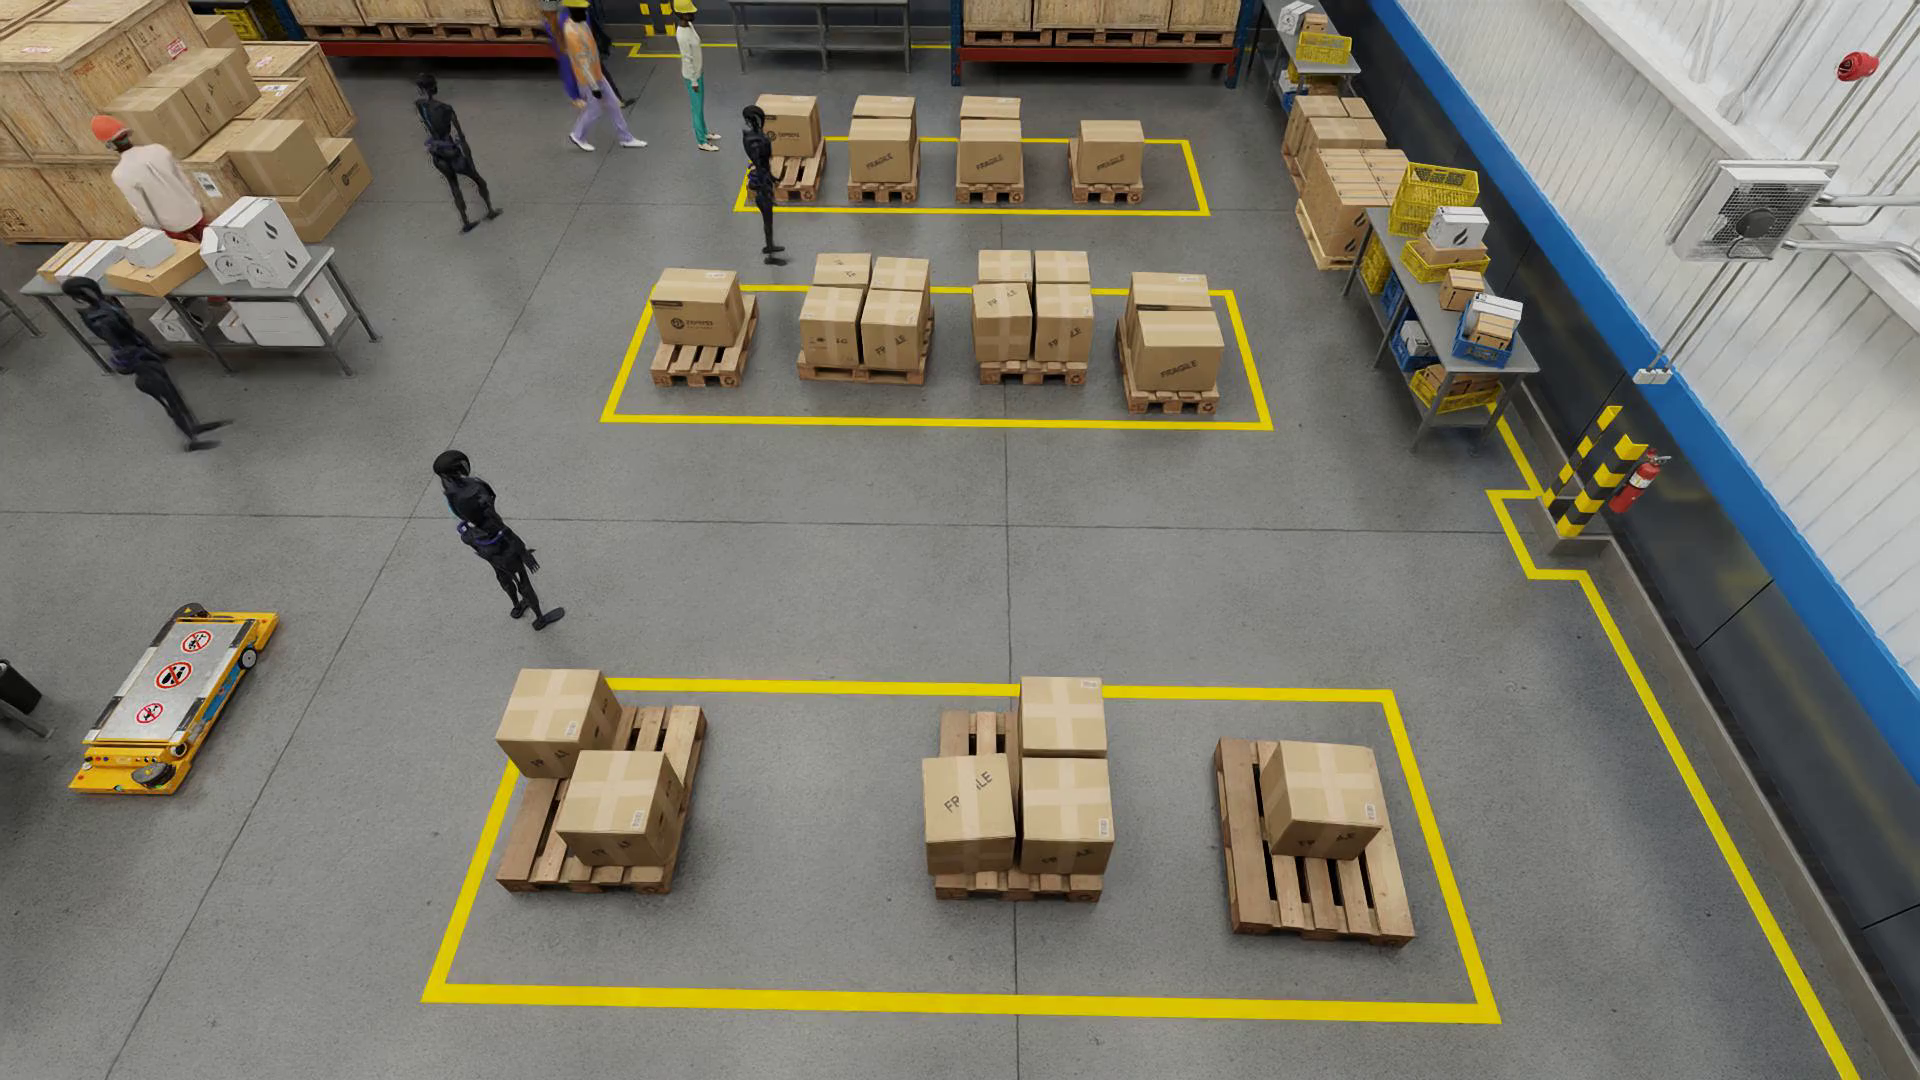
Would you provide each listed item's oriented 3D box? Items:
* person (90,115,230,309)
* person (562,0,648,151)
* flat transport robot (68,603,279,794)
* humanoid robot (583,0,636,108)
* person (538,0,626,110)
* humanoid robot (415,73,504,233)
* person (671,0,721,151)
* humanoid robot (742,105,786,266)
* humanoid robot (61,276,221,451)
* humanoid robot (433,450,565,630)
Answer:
[{"bbox_3d":[-7.585,-3.136,8.901,0.635,1.973,0.634,14,51,12],"label":"person"},{"bbox_3d":[-4.487,-5.642,11.073,0.842,1.892,0.595,-1,50,-1],"label":"person"},{"bbox_3d":[-5.504,1.072,6.442,0.652,0.197,1.431,1,50,1],"label":"flat transport robot"},{"bbox_3d":[-4.852,-6.472,11.962,0.755,1.635,0.545,-13,51,-11],"label":"humanoid robot"},{"bbox_3d":[-4.940,-6.540,11.742,0.907,2.000,0.686,22,53,18],"label":"person"},{"bbox_3d":[-5.564,-4.240,10.042,0.595,1.637,0.631,11,51,9],"label":"humanoid robot"},{"bbox_3d":[-3.220,-5.701,11.209,0.328,1.767,0.527,-3,50,-2],"label":"person"},{"bbox_3d":[-2.039,-3.701,9.567,0.315,1.657,0.610,-5,50,-4],"label":"humanoid robot"},{"bbox_3d":[-6.834,-1.465,7.686,0.341,1.667,0.589,-24,54,-19],"label":"humanoid robot"},{"bbox_3d":[-3.260,-0.005,6.439,0.601,1.657,0.324,26,54,20],"label":"humanoid robot"}]
